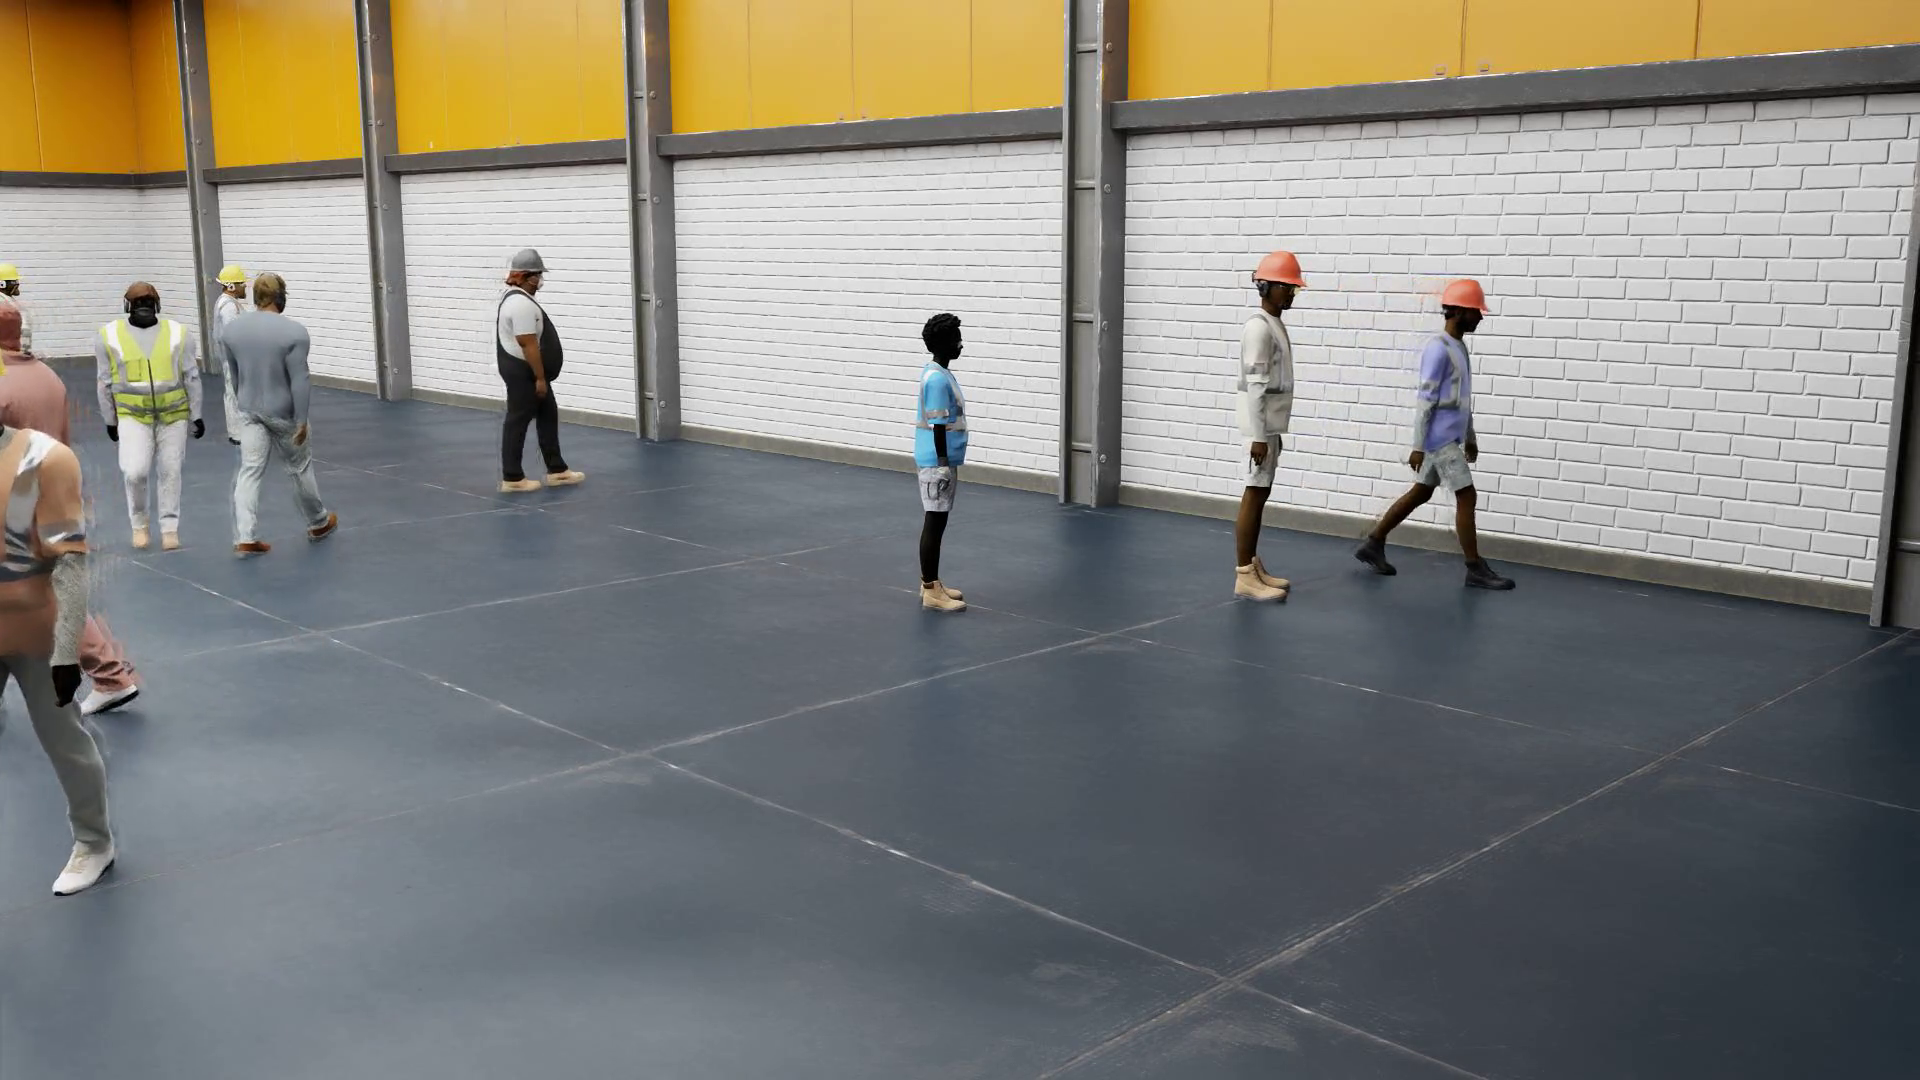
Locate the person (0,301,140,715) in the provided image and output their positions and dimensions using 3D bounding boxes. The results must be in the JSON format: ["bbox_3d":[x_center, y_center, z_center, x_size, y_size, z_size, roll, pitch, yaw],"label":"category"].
[{"bbox_3d":[-4.150,-0.130,7.355,0.977,1.865,0.659,-1,10,-3],"label":"person"}]

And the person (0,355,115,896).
[{"bbox_3d":[-2.940,0.278,5.076,0.608,1.871,0.983,0,10,2],"label":"person"}]

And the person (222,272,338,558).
[{"bbox_3d":[-4.630,-0.859,11.261,0.633,1.885,1.025,1,10,5],"label":"person"}]

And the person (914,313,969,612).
[{"bbox_3d":[-0.106,-0.445,9.508,0.316,1.695,0.542,0,10,-2],"label":"person"}]

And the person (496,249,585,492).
[{"bbox_3d":[-3.481,-1.417,13.870,0.838,2.000,0.713,-3,11,-17],"label":"person"}]

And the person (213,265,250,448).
[{"bbox_3d":[-7.298,-1.848,16.784,0.404,1.834,0.591,-5,12,-26],"label":"person"}]

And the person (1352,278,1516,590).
[{"bbox_3d":[2.905,-0.660,10.192,1.009,1.887,0.566,6,12,29],"label":"person"}]

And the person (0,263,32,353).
[{"bbox_3d":[-10.077,-2.010,17.669,0.404,1.834,0.591,-4,11,-19],"label":"person"}]

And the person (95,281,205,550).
[{"bbox_3d":[-5.468,-0.833,11.272,0.629,1.822,0.455,-6,12,-30],"label":"person"}]

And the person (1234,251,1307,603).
[{"bbox_3d":[1.817,-0.666,9.776,0.394,2.040,0.609,3,11,18],"label":"person"}]
